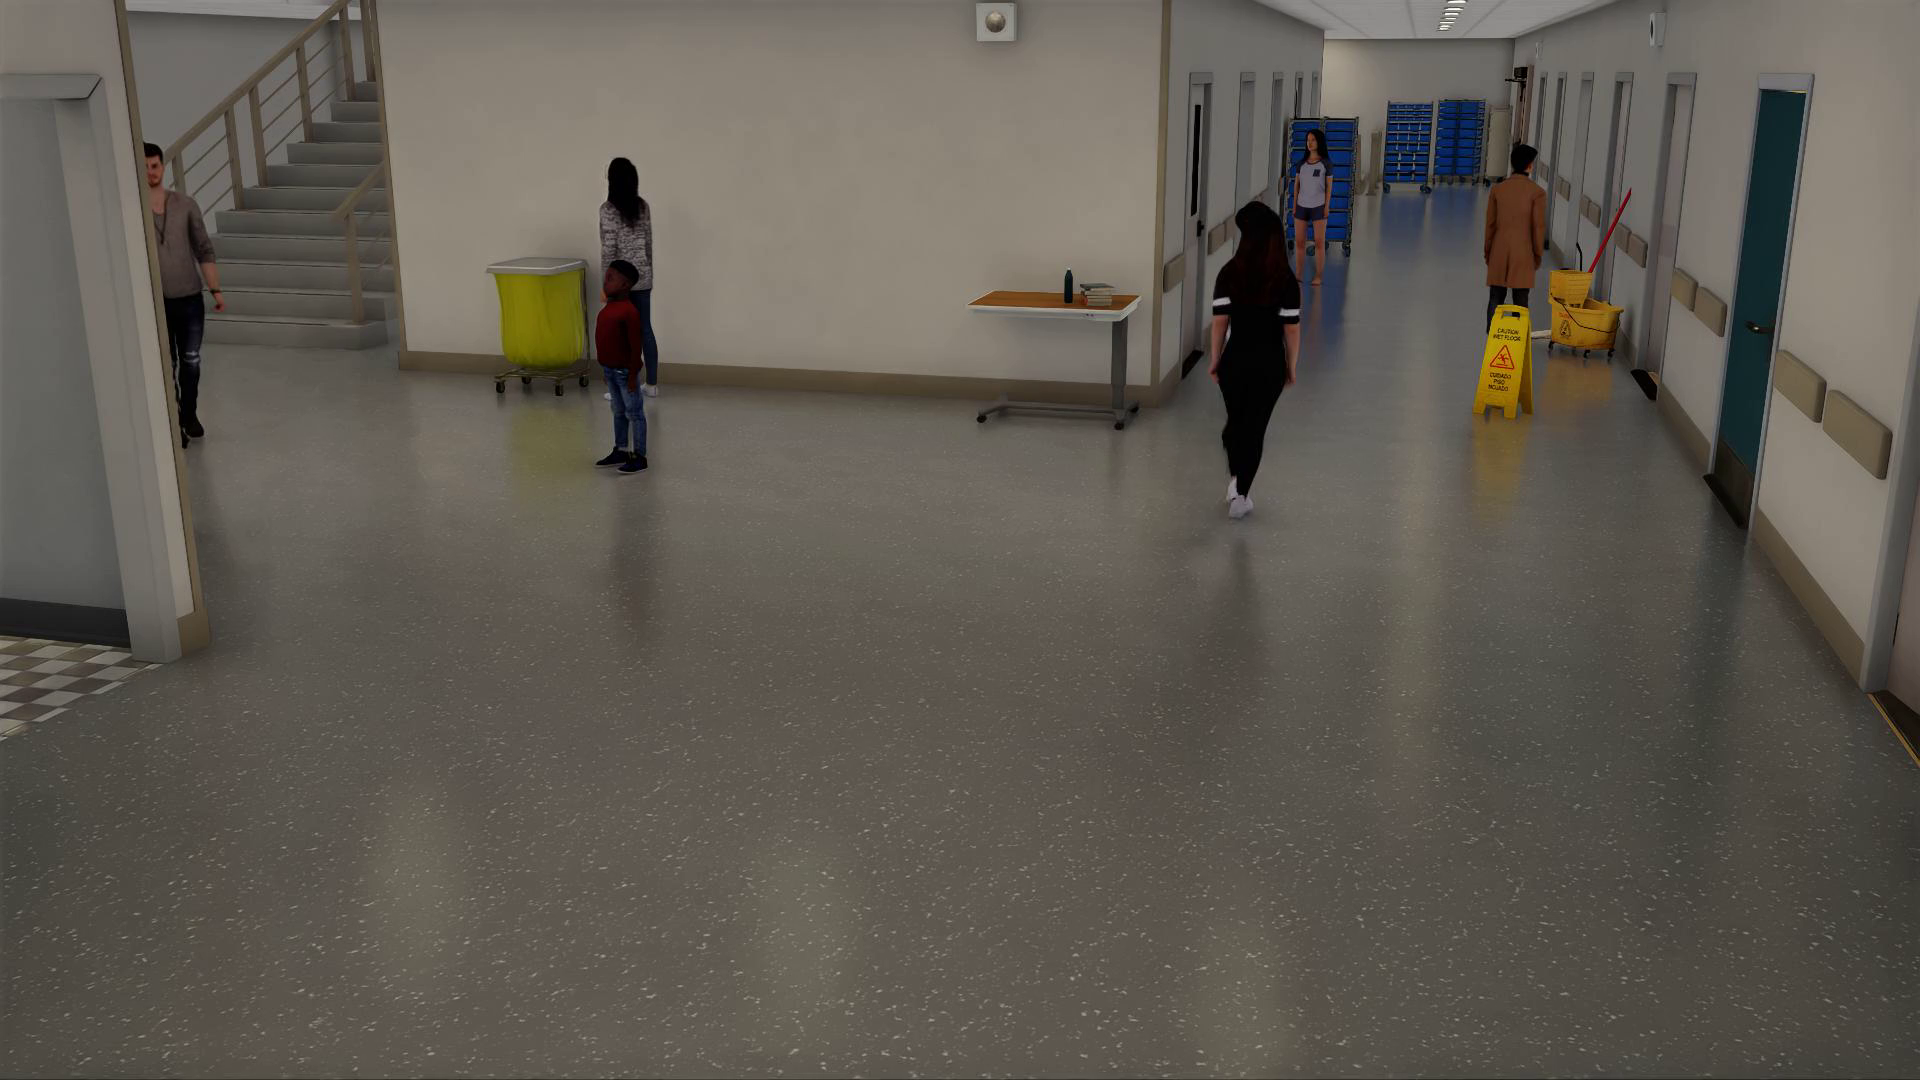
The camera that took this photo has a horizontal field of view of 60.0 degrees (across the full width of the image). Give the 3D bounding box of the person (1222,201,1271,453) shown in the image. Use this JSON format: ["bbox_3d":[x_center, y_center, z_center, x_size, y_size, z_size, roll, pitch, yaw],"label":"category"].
[{"bbox_3d":[1.781,-1.325,10.372,0.641,1.552,0.490,2,16,7],"label":"person"}]

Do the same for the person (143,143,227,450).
[{"bbox_3d":[-4.963,-1.508,10.459,1.239,1.857,1.257,-10,19,-33],"label":"person"}]

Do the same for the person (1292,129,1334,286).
[{"bbox_3d":[3.943,-3.726,18.603,0.662,1.706,0.635,11,19,34],"label":"person"}]

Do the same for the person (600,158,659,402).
[{"bbox_3d":[-2.398,-1.877,11.998,0.741,1.733,0.603,13,20,38],"label":"person"}]

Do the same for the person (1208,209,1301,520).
[{"bbox_3d":[1.518,-0.903,8.734,0.648,1.628,0.611,7,17,22],"label":"person"}]

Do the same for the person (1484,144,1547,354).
[{"bbox_3d":[4.585,-2.403,13.796,0.729,1.726,0.737,11,19,34],"label":"person"}]

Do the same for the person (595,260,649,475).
[{"bbox_3d":[-2.003,-1.037,9.894,0.626,1.256,0.587,-14,21,-40],"label":"person"}]
